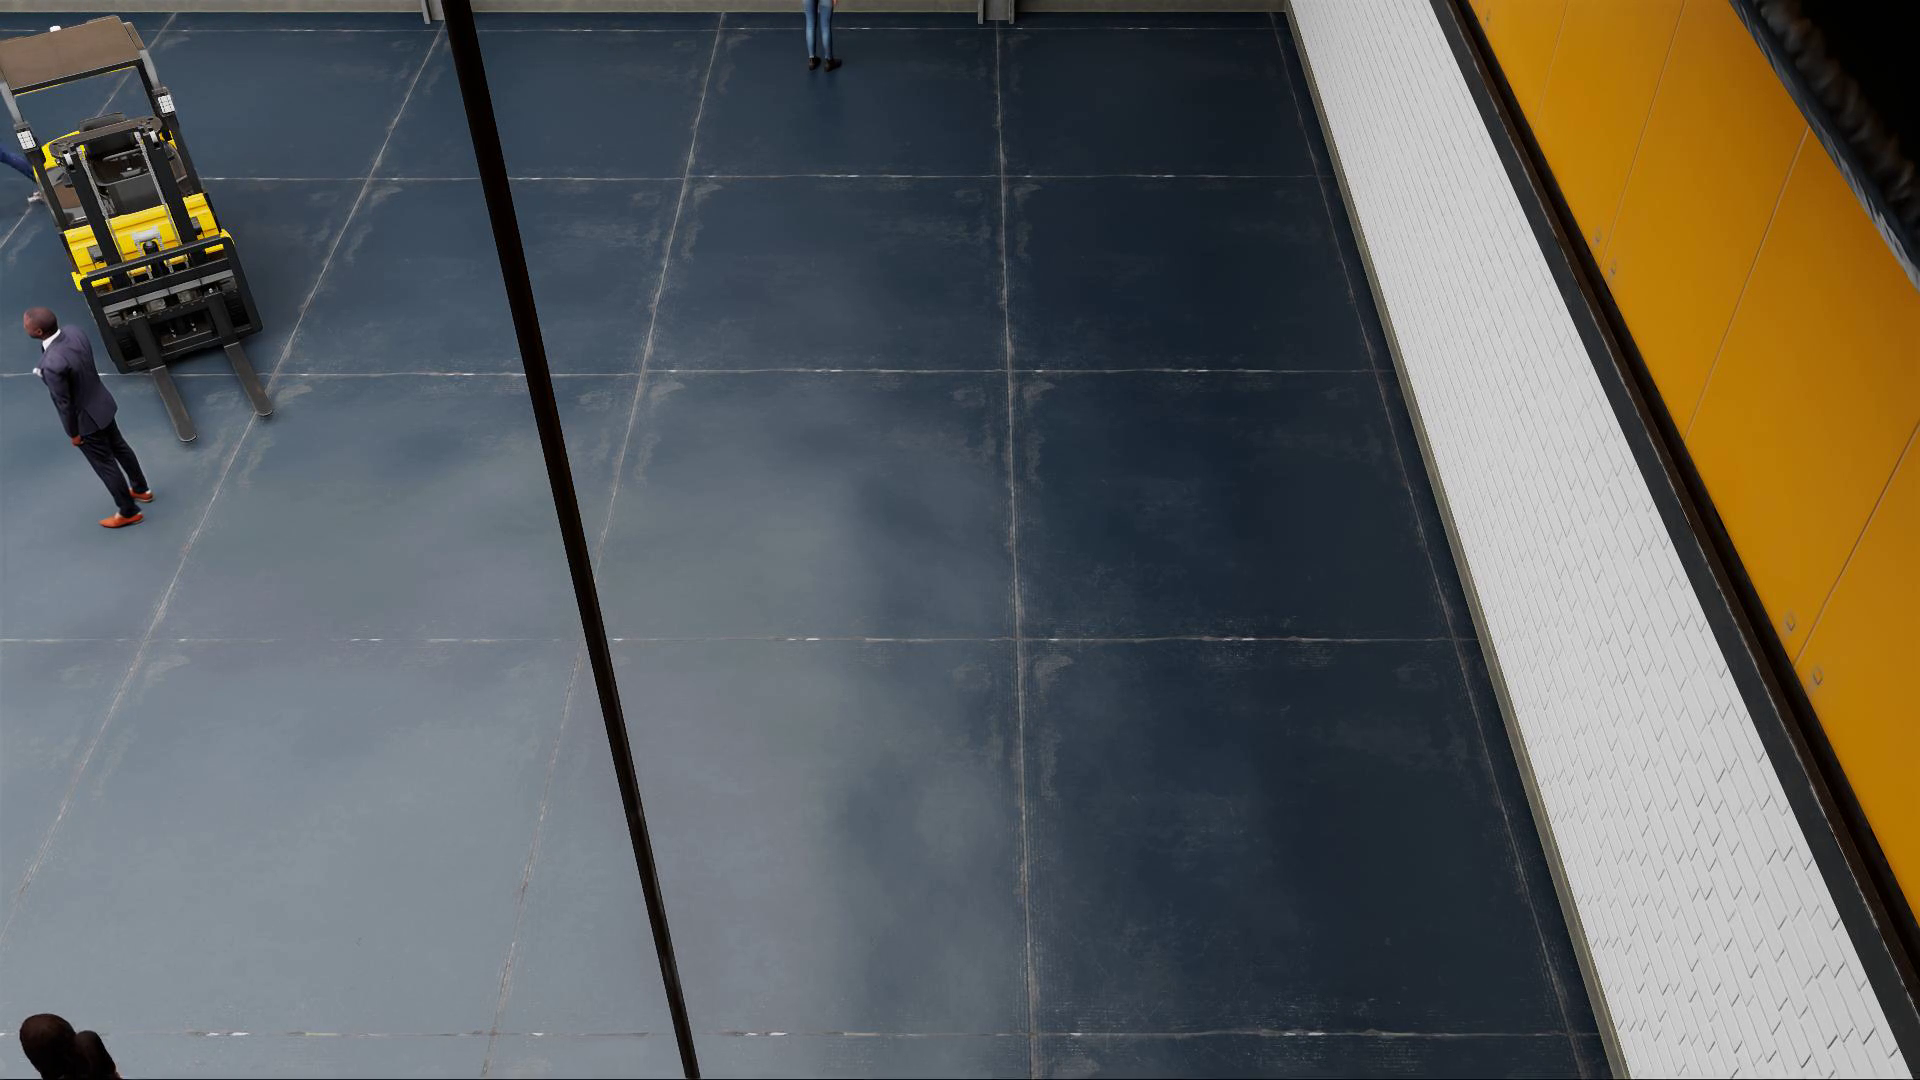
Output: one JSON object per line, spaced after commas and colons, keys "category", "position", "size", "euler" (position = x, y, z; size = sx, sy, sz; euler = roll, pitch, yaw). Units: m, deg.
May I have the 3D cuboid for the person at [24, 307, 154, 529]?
{"category": "person", "position": [-6.157, -0.889, 11.767], "size": [0.574, 1.818, 0.681], "euler": [-1, 44, -1]}

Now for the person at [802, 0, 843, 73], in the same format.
{"category": "person", "position": [-1.436, -5.535, 16.770], "size": [0.541, 1.645, 0.686], "euler": [13, 45, 13]}

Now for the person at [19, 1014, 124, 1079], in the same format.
{"category": "person", "position": [-4.061, 2.800, 8.030], "size": [0.857, 1.631, 0.655], "euler": [8, 44, 8]}
